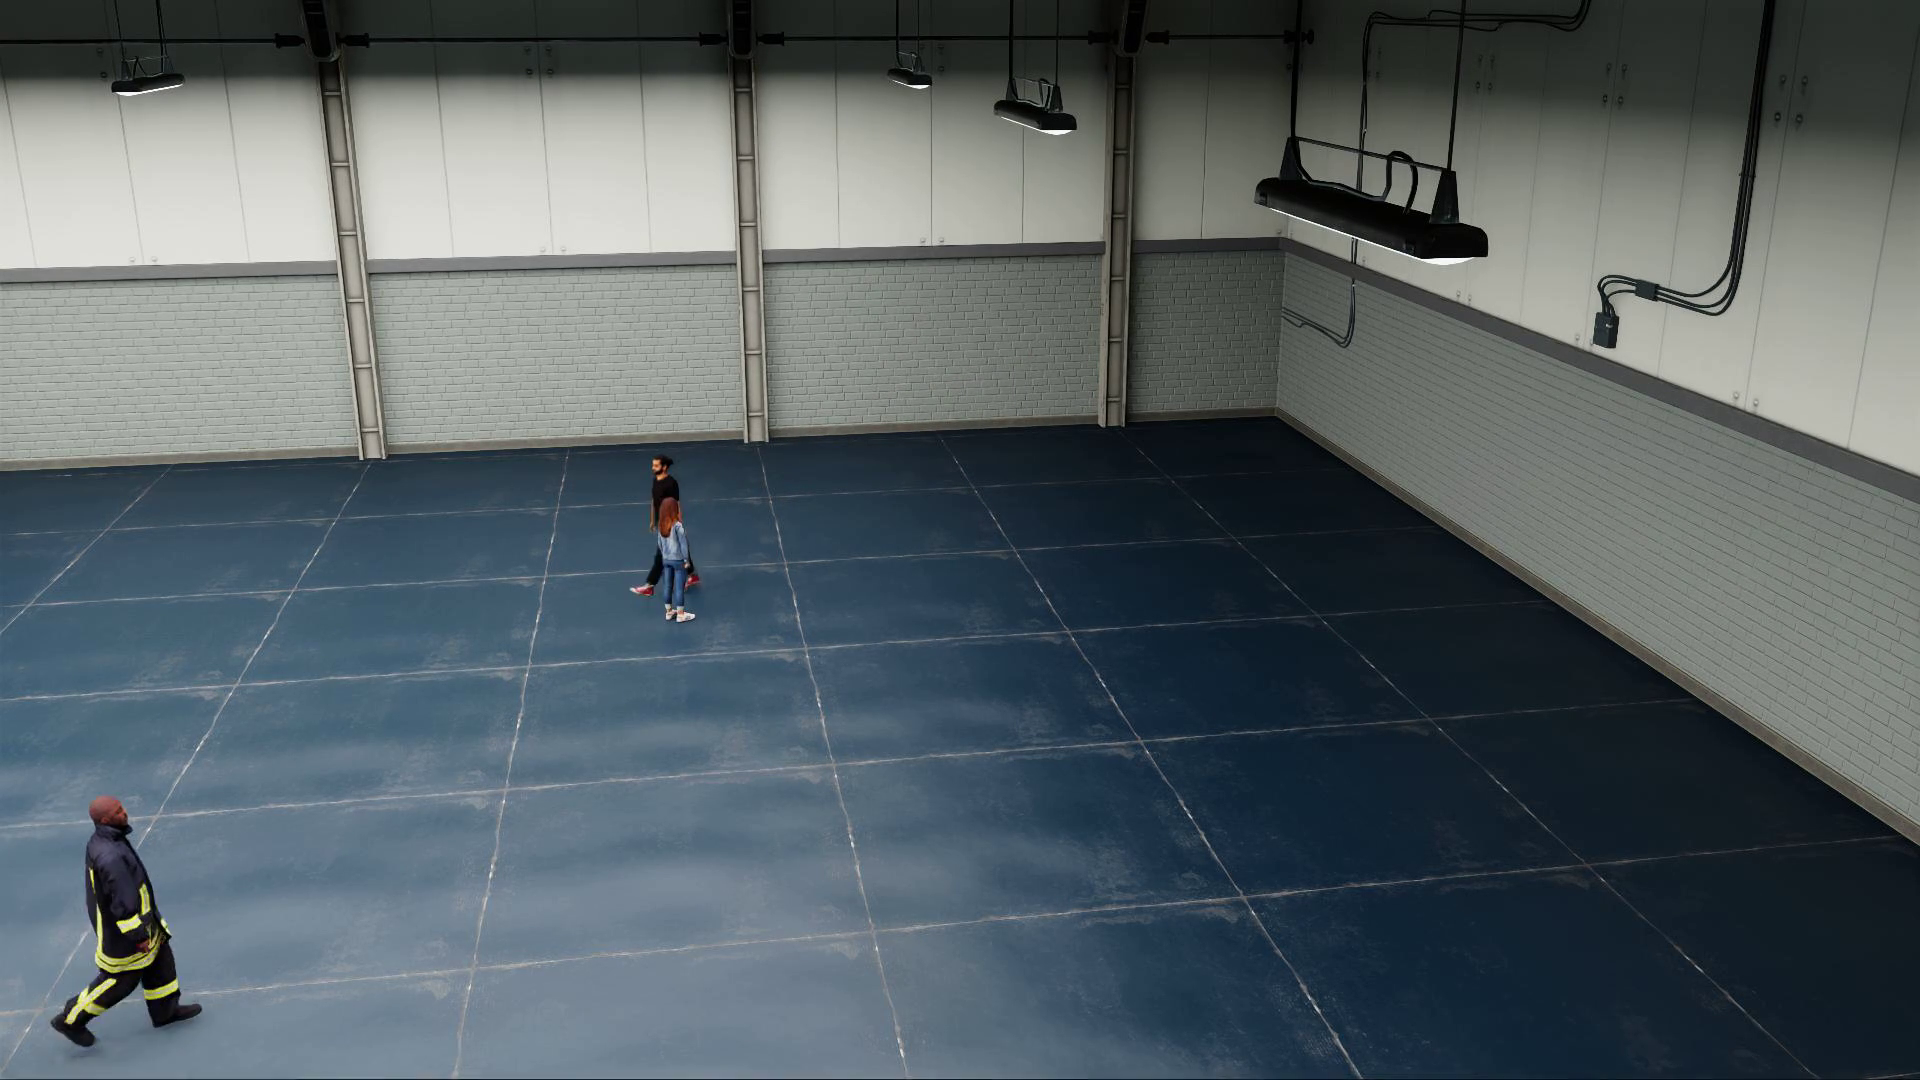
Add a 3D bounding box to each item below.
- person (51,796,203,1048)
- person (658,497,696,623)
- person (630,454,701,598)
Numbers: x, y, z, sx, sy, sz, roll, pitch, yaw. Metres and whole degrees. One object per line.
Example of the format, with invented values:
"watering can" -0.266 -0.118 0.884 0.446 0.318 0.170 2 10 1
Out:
"person" -5.776 2.604 11.294 1.229 1.800 0.917 -8 20 -23
"person" -3.298 0.218 19.143 0.630 1.477 0.695 12 21 32
"person" -3.439 -0.174 19.968 1.244 1.712 0.959 -11 21 -31
